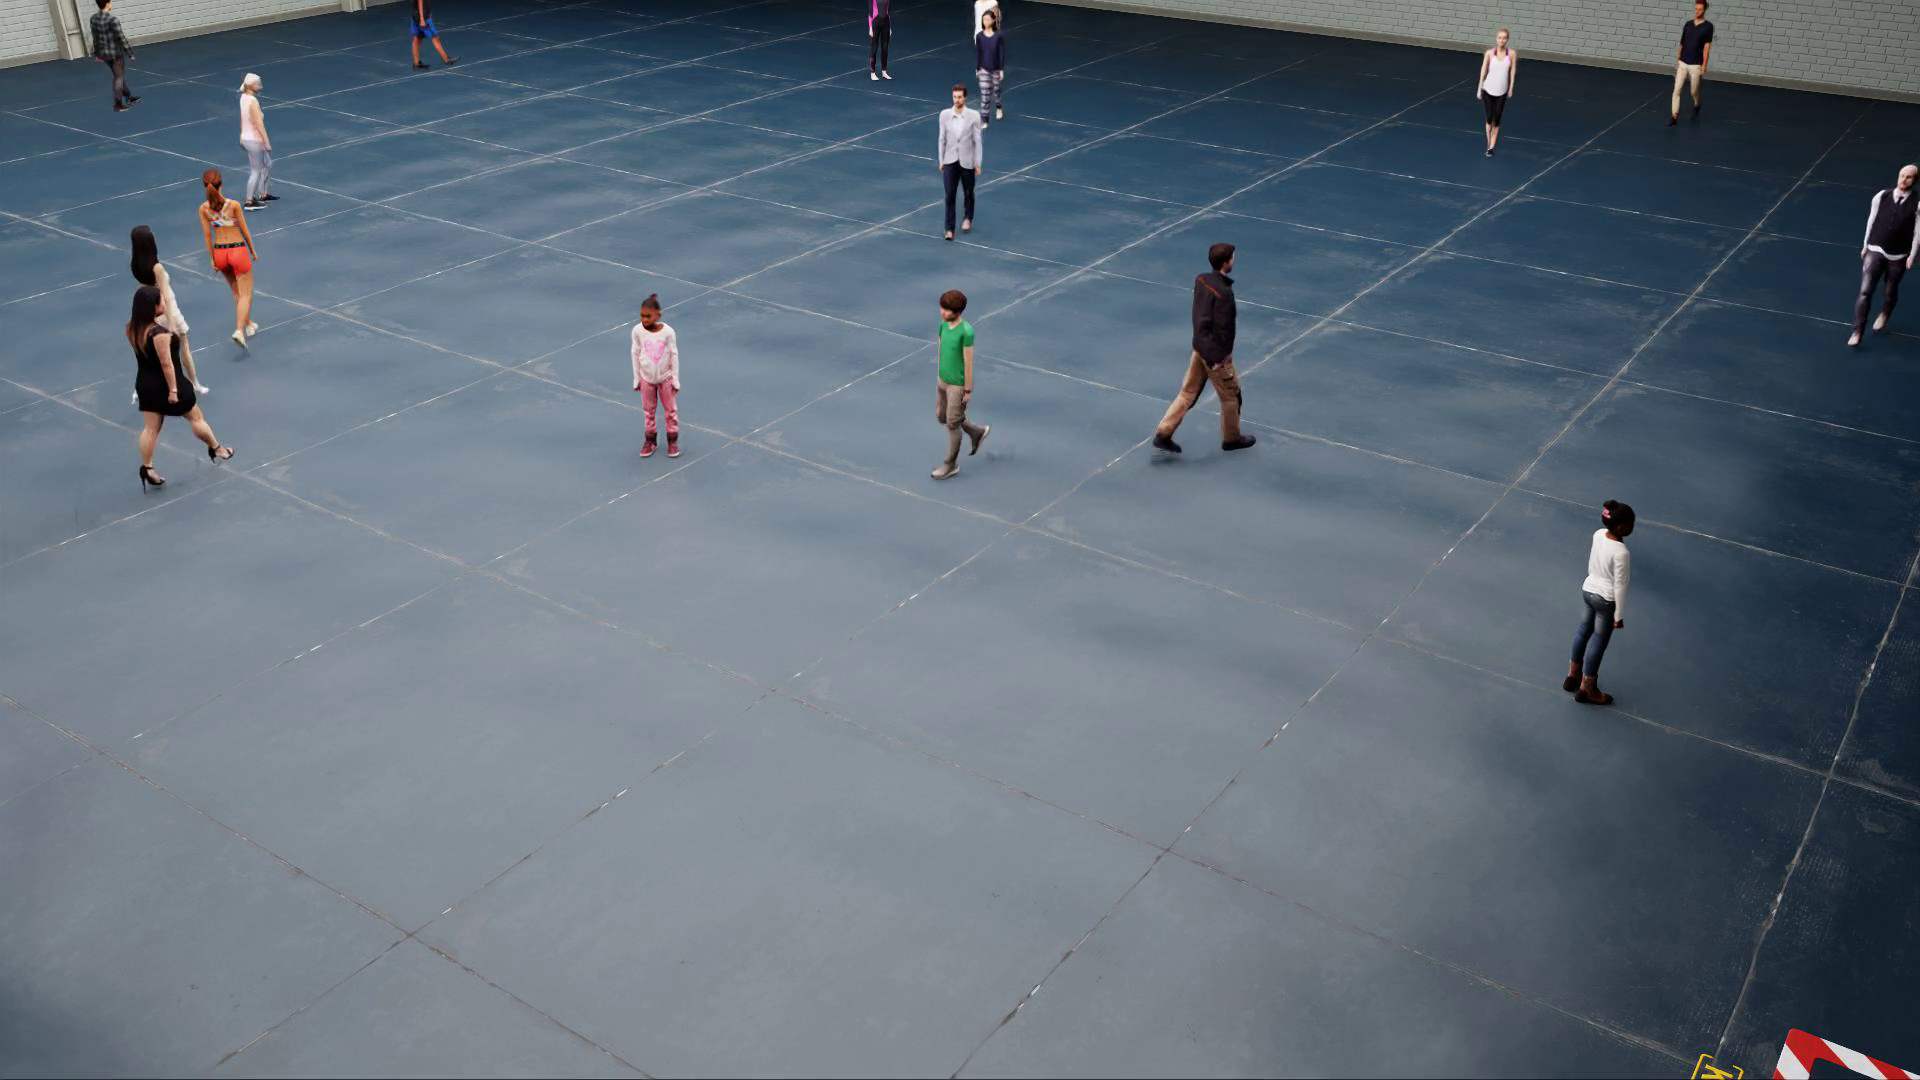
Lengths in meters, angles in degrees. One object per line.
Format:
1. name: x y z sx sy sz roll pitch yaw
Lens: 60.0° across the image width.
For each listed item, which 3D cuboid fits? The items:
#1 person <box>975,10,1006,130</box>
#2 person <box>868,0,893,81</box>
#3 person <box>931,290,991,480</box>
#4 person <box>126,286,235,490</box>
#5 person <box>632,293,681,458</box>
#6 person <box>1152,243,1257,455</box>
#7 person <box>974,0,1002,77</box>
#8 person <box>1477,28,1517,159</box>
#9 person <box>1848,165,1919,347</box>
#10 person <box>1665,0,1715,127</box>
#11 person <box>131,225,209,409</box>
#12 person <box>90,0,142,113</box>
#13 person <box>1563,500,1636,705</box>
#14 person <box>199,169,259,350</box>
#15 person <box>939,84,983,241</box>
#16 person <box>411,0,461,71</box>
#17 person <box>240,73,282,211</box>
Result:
1. person: 0.487 -7.083 25.021 0.855 1.712 1.077 6 28 12
2. person: -1.353 -8.682 28.085 0.605 1.749 0.703 -15 31 -27
3. person: 0.028 -1.328 13.927 0.947 1.635 0.720 -20 33 -34
4. person: -6.627 -1.209 13.667 0.715 1.662 1.066 14 30 25
5. person: -2.612 -1.422 14.315 0.625 1.447 0.650 0 27 0
6. person: 2.048 -1.581 14.138 1.321 1.892 1.082 -13 30 -24
7. person: 0.424 -8.327 27.486 0.833 1.667 0.762 -22 35 -36
8. person: 7.559 -6.313 23.483 0.814 1.751 1.088 9 29 17
9. person: 9.390 -2.875 16.772 0.767 1.782 1.227 21 34 35
10. person: 11.075 -7.188 25.094 0.769 1.831 1.115 25 36 39
11. person: -7.333 -1.972 15.104 0.676 1.703 1.070 13 30 24
12. person: -12.694 -7.245 24.789 0.839 1.692 0.976 10 29 18
13. person: 4.176 0.380 10.810 0.657 1.453 0.600 -5 28 -10
14. person: -7.264 -2.778 16.601 1.024 1.766 1.124 -3 27 -6
15. person: 0.029 -4.546 19.996 1.034 1.801 1.286 5 28 9
16. person: -9.374 -9.001 28.690 1.135 1.763 0.943 -13 30 -24
17. person: -9.005 -5.018 21.035 0.789 1.690 0.678 -24 35 -38
